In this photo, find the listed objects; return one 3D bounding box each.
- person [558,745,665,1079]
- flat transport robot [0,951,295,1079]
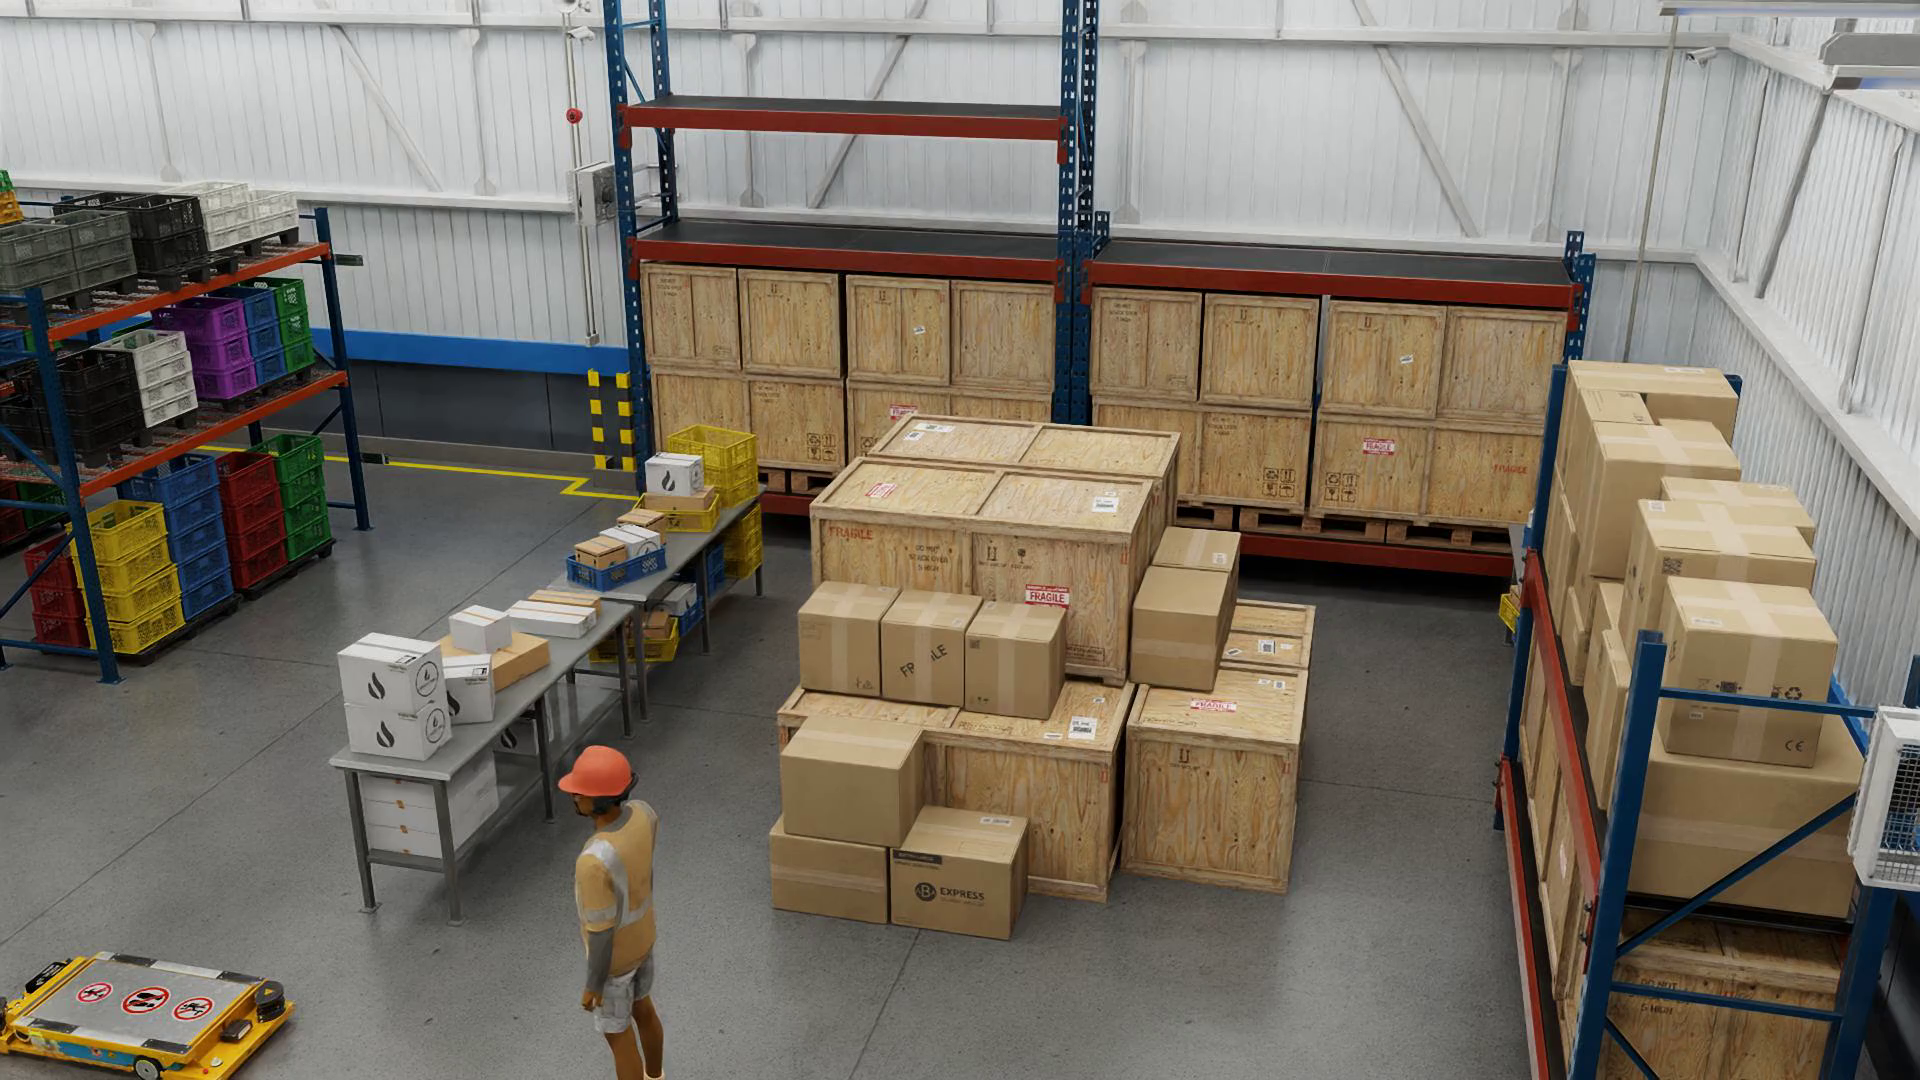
[{"bbox_3d":[-1.591,1.866,7.676,0.357,2.047,0.613,5,21,12],"label":"person"},{"bbox_3d":[-4.270,2.464,8.601,1.431,0.231,0.659,5,22,13],"label":"flat transport robot"}]
